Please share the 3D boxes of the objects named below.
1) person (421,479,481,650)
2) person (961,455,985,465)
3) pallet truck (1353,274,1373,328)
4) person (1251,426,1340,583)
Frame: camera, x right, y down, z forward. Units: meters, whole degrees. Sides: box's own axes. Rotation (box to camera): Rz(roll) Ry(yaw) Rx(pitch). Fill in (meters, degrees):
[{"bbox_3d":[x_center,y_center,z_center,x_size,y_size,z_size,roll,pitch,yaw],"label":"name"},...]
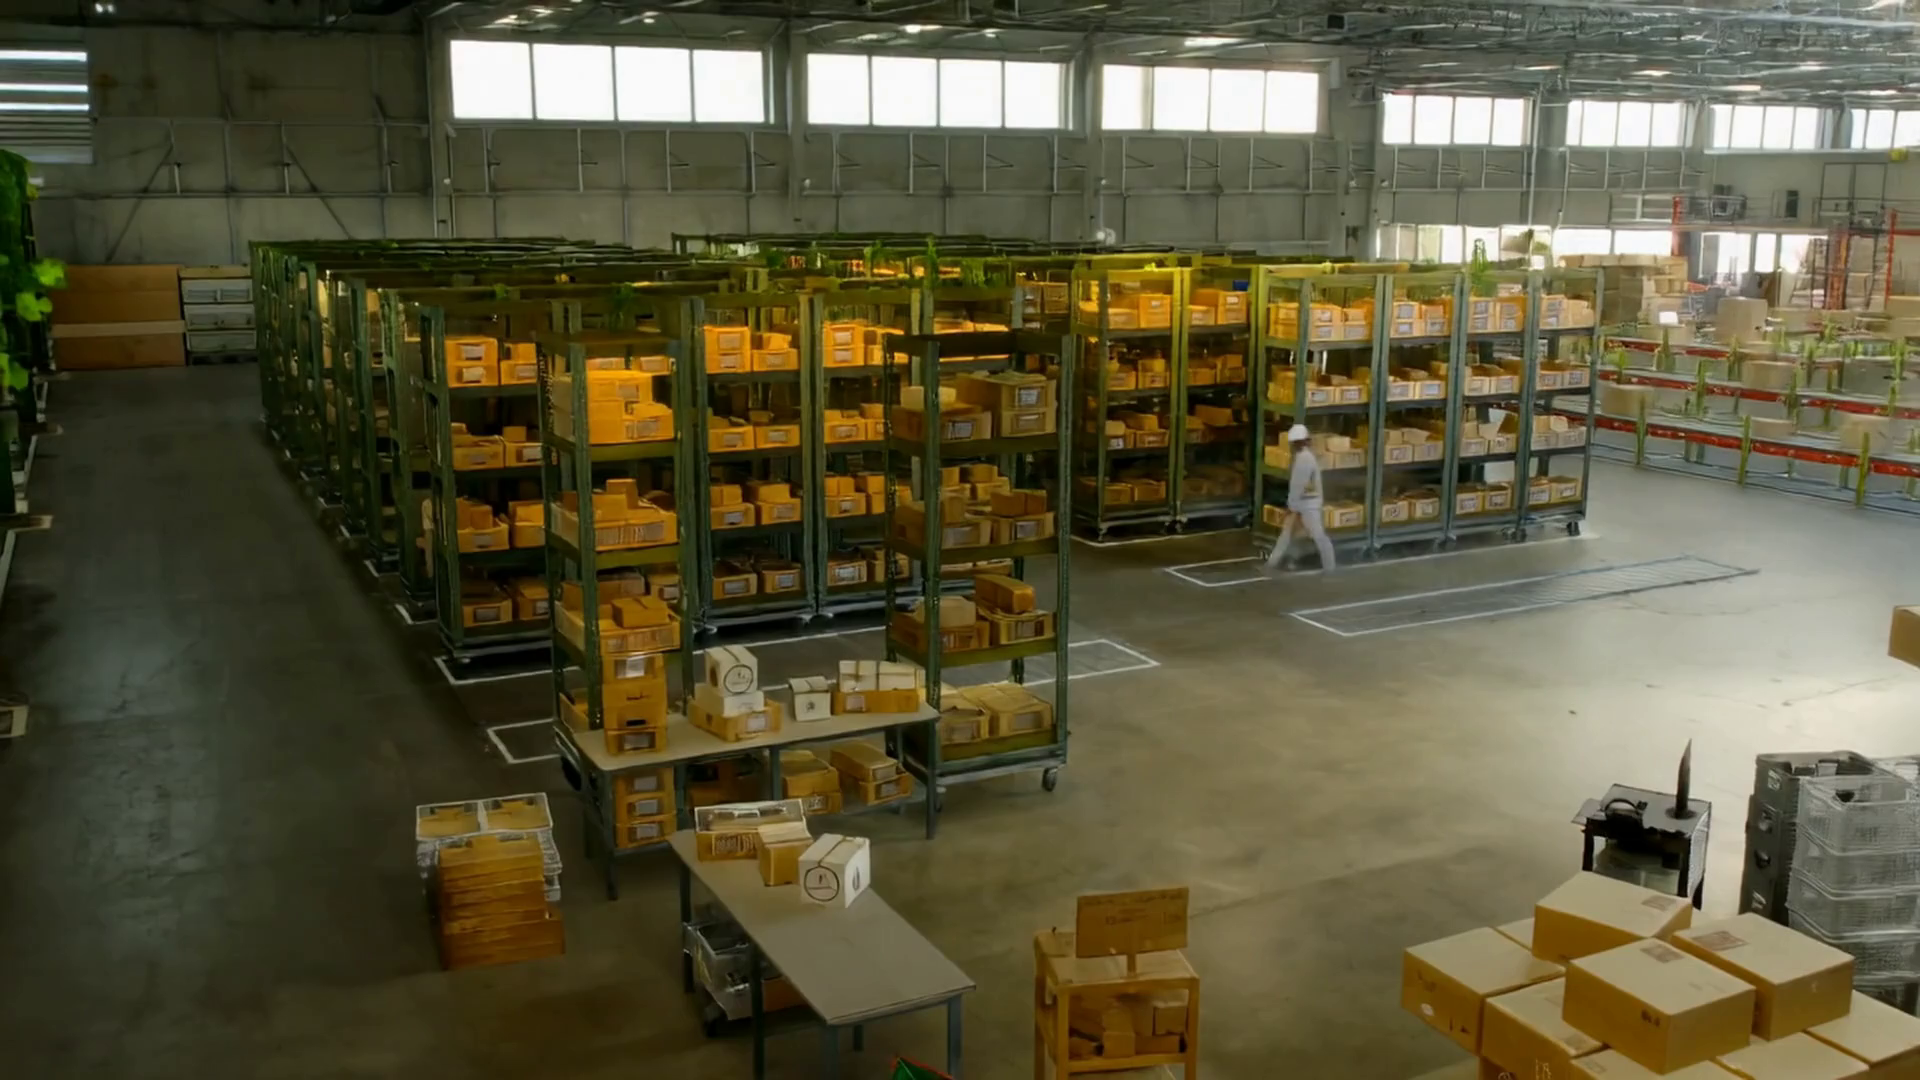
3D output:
[{"bbox_3d":[-5.216,0.188,17.072,0.571,1.842,0.382,-9,15,-36],"label":"person"},{"bbox_3d":[0.215,-0.929,22.326,0.404,1.829,0.600,-2,12,-8],"label":"person"},{"bbox_3d":[13.011,-8.050,55.243,0.823,1.965,1.885,-7,14,-28],"label":"pallet truck"},{"bbox_3d":[4.075,-0.422,19.862,1.059,1.872,0.615,0,12,2],"label":"person"}]
